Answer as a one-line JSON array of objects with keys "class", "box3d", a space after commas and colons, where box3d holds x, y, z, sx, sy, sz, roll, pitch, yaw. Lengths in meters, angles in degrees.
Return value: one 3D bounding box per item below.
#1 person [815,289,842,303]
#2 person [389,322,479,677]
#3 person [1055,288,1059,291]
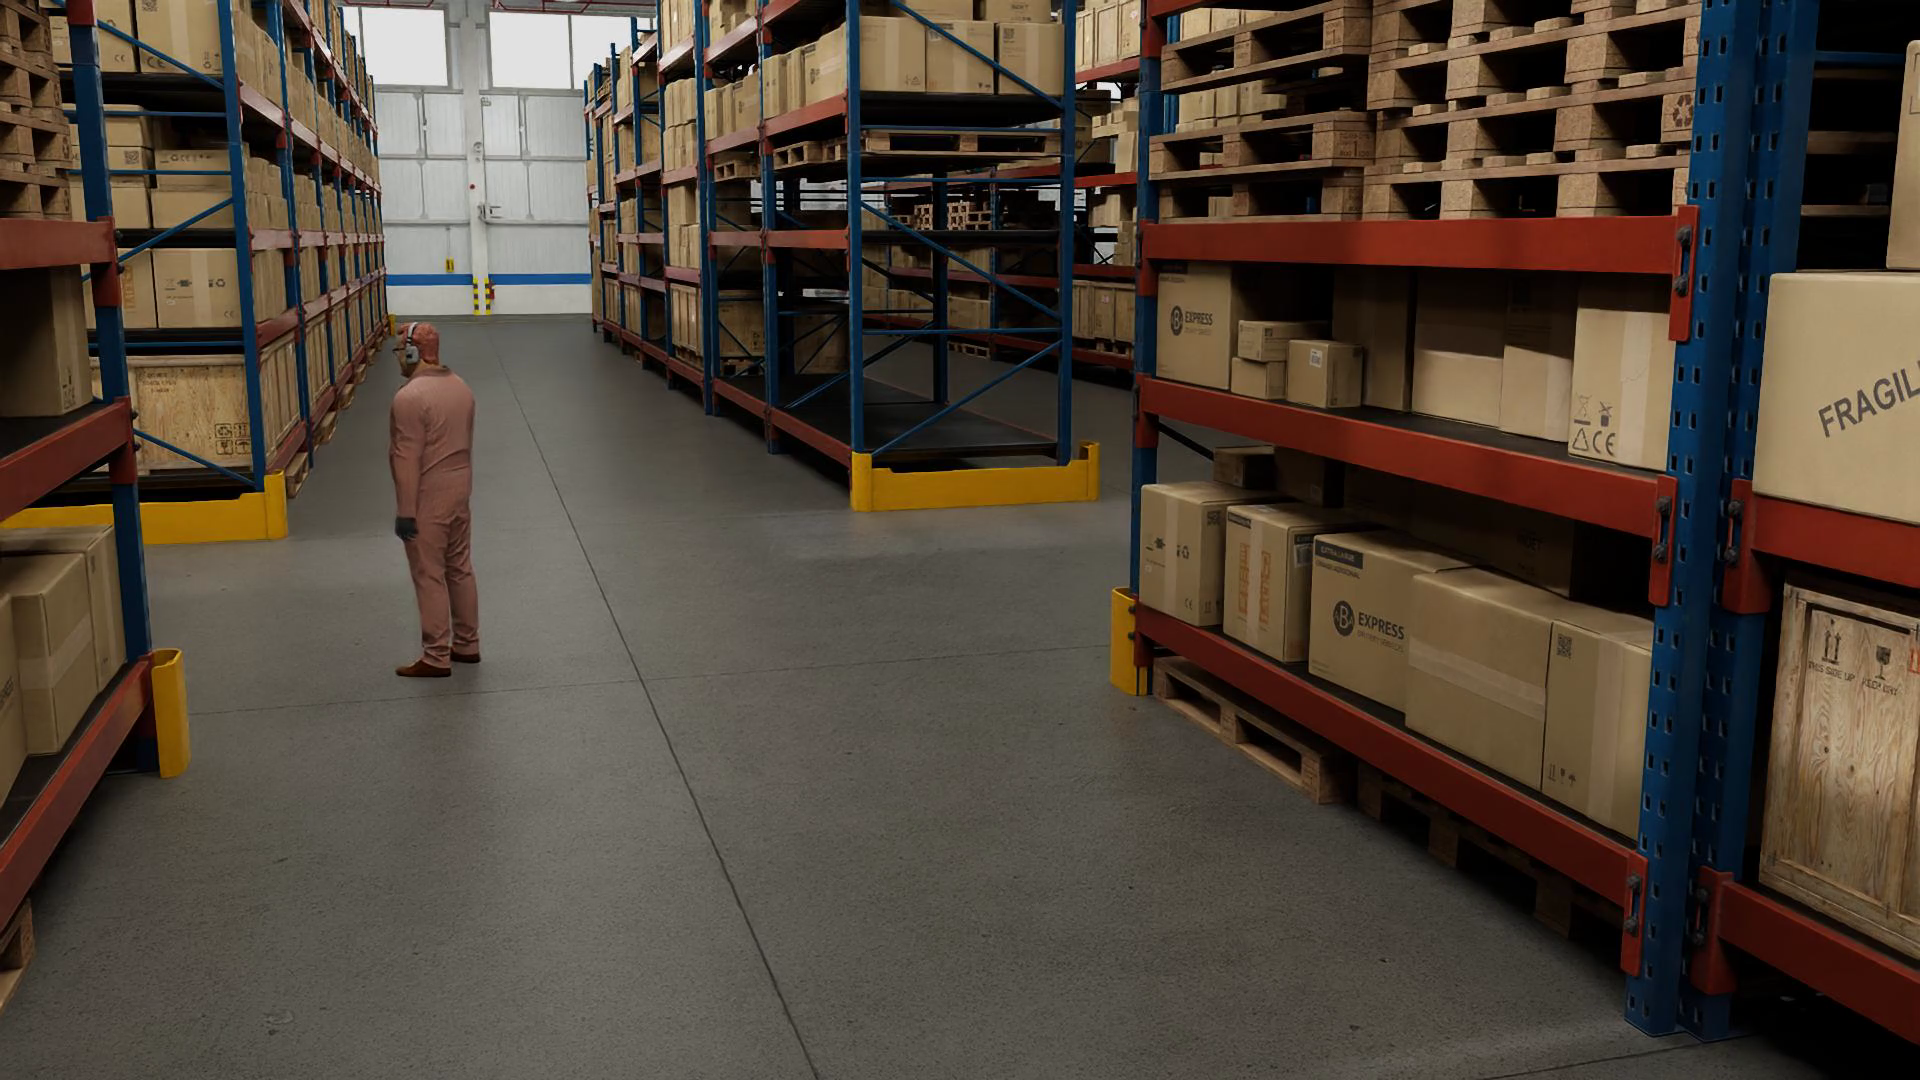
[{"class": "person", "box3d": [-3.066, -5.667, 38.776, 0.619, 1.923, 0.837, -2, 10, -9]}, {"class": "person", "box3d": [-2.854, -0.216, 8.960, 0.398, 1.899, 0.647, 2, 11, 13]}, {"class": "person", "box3d": [2.362, -6.269, 42.859, 0.541, 1.621, 0.516, 5, 11, 23]}]
